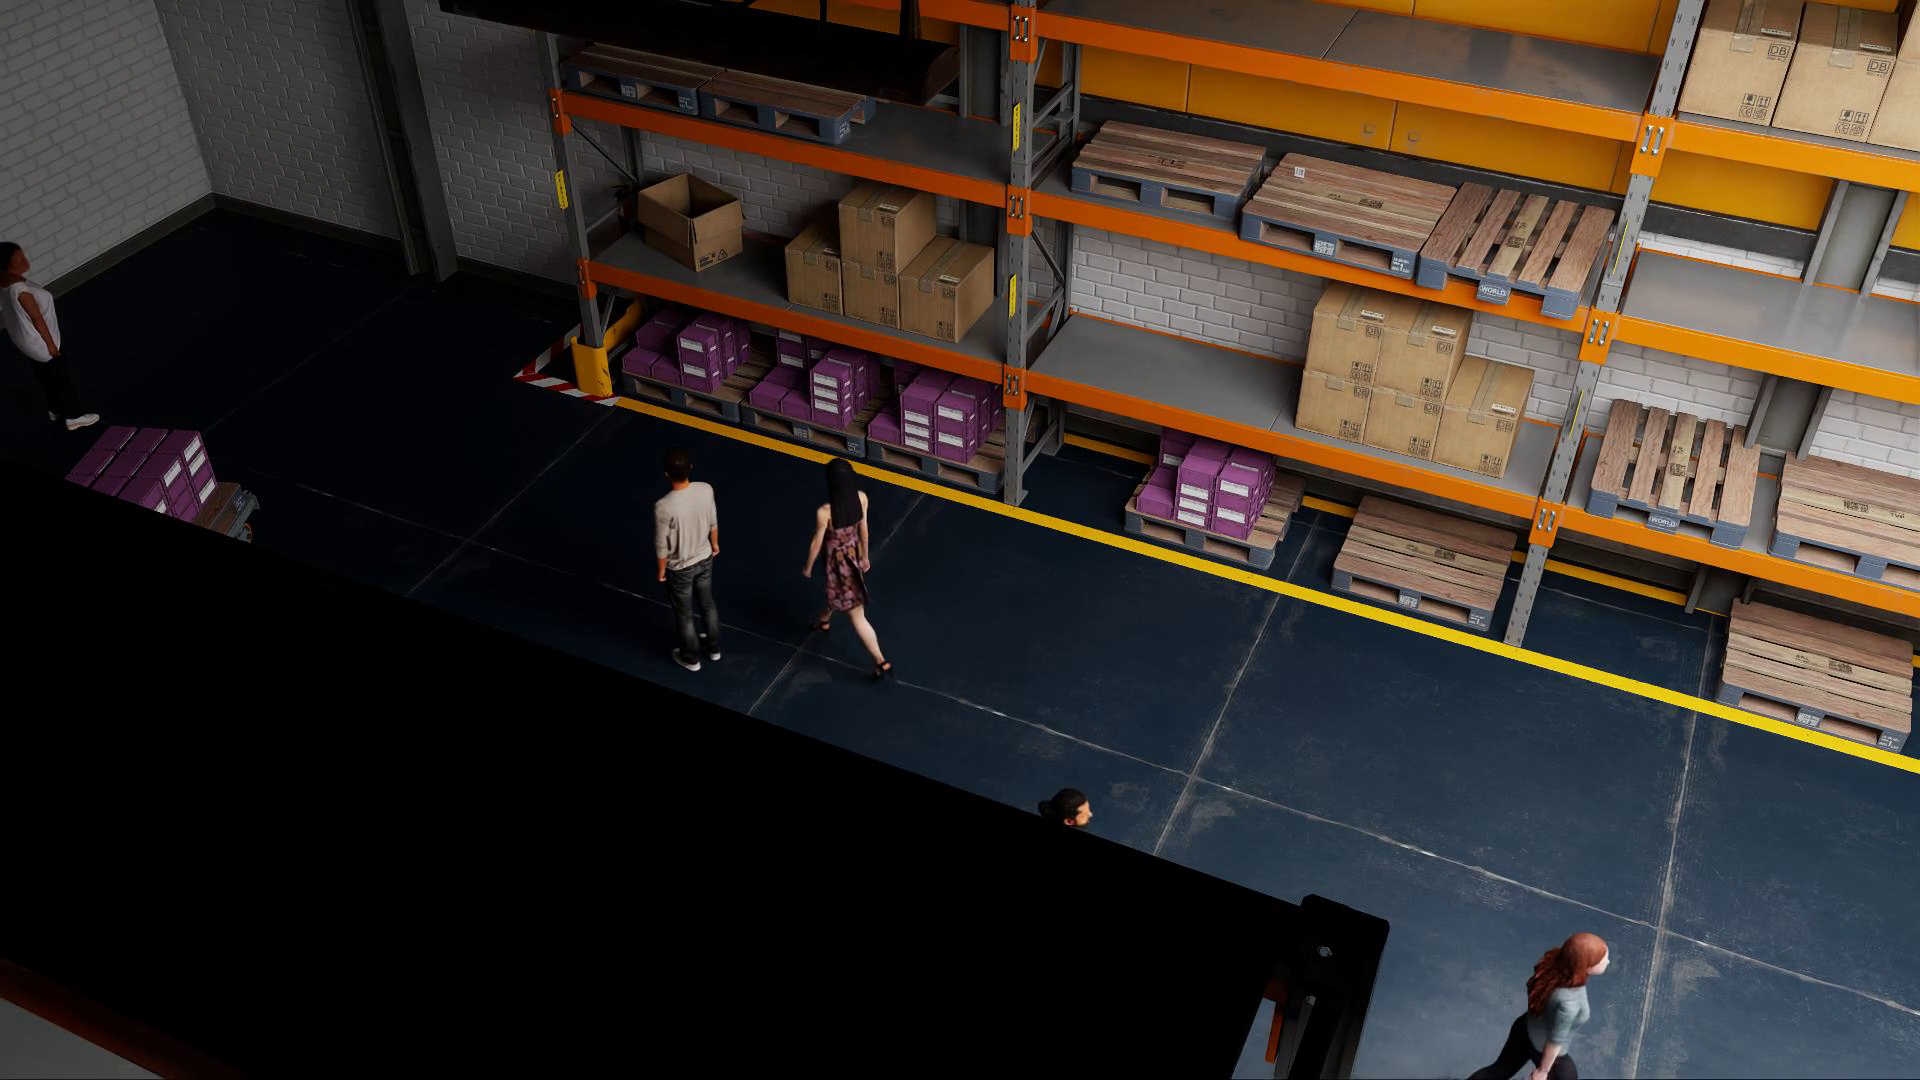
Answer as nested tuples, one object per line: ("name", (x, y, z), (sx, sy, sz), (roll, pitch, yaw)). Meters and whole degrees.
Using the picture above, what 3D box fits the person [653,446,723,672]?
("person", (-1.866, 0.146, 11.496), (0.726, 1.805, 0.682), (-31, 48, -32))

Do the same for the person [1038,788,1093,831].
("person", (0.479, 2.020, 9.192), (0.816, 1.752, 0.768), (3, 39, 4))

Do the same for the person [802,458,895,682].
("person", (-0.752, 0.248, 11.430), (0.867, 1.728, 1.220), (-32, 48, -34))

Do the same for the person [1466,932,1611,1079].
("person", (2.900, 2.576, 8.537), (1.225, 1.699, 0.840), (5, 39, 6))

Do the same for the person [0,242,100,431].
("person", (-7.711, -1.721, 13.928), (0.625, 1.686, 0.775), (27, 46, 29))
